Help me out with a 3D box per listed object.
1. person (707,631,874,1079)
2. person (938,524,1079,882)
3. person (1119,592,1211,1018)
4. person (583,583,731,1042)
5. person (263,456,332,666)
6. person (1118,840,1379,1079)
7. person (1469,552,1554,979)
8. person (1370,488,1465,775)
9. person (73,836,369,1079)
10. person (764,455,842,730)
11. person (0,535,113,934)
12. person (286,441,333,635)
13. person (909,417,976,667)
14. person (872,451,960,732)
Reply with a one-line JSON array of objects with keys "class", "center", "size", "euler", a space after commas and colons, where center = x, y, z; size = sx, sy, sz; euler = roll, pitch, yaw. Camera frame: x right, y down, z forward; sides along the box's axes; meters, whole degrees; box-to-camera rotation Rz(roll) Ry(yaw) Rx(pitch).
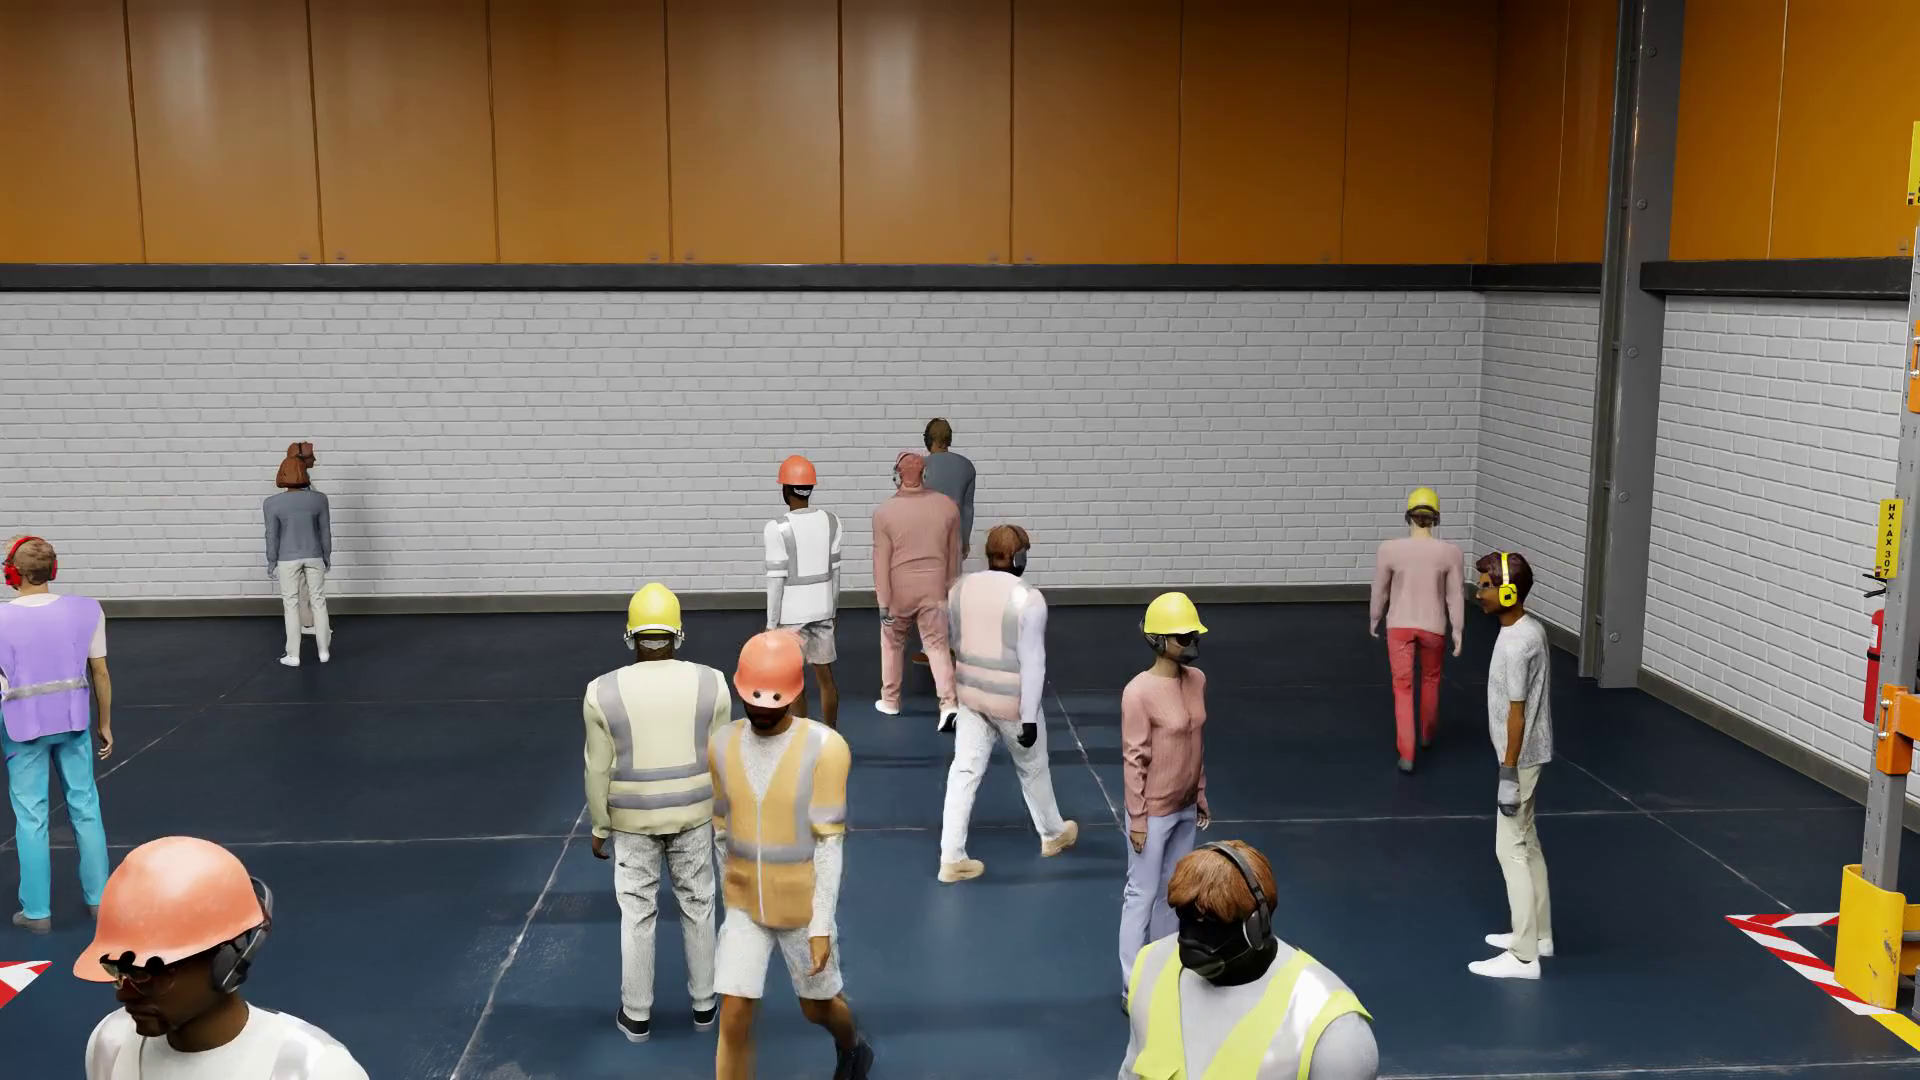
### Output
[{"class": "person", "center": [-0.592, 1.201, 5.689], "size": [0.532, 1.893, 0.927], "euler": [3, 10, 19]}, {"class": "person", "center": [0.217, 0.808, 8.469], "size": [0.629, 1.783, 0.982], "euler": [7, 11, 38]}, {"class": "person", "center": [0.846, 1.084, 6.763], "size": [0.309, 1.772, 0.525], "euler": [8, 12, 40]}, {"class": "person", "center": [-1.188, 1.077, 6.605], "size": [0.590, 1.833, 0.404], "euler": [-3, 10, -18]}, {"class": "person", "center": [-5.144, 0.165, 12.952], "size": [0.499, 1.633, 0.286], "euler": [-7, 11, -38]}, {"class": "person", "center": [0.595, 1.546, 3.687], "size": [0.634, 1.833, 0.430], "euler": [9, 13, 44]}, {"class": "person", "center": [2.420, 0.970, 7.256], "size": [0.411, 1.846, 0.504], "euler": [4, 10, 23]}, {"class": "person", "center": [2.827, 0.535, 10.349], "size": [0.550, 1.725, 0.883], "euler": [1, 9, 9]}, {"class": "person", "center": [-1.373, 1.532, 3.089], "size": [0.615, 2.041, 0.387], "euler": [3, 10, 18]}, {"class": "person", "center": [-0.981, 0.445, 10.240], "size": [0.543, 1.939, 0.371], "euler": [-7, 12, -39]}, {"class": "person", "center": [-4.221, 0.895, 7.696], "size": [0.570, 1.846, 0.377], "euler": [-9, 12, -43]}, {"class": "person", "center": [-5.538, -0.014, 14.058], "size": [0.309, 1.641, 0.514], "euler": [-5, 10, -30]}, {"class": "person", "center": [-0.163, 0.015, 12.942], "size": [0.635, 1.939, 0.366], "euler": [-7, 12, -39]}, {"class": "person", "center": [-0.284, 0.335, 11.158], "size": [0.640, 1.866, 0.946], "euler": [-3, 10, -20]}]
